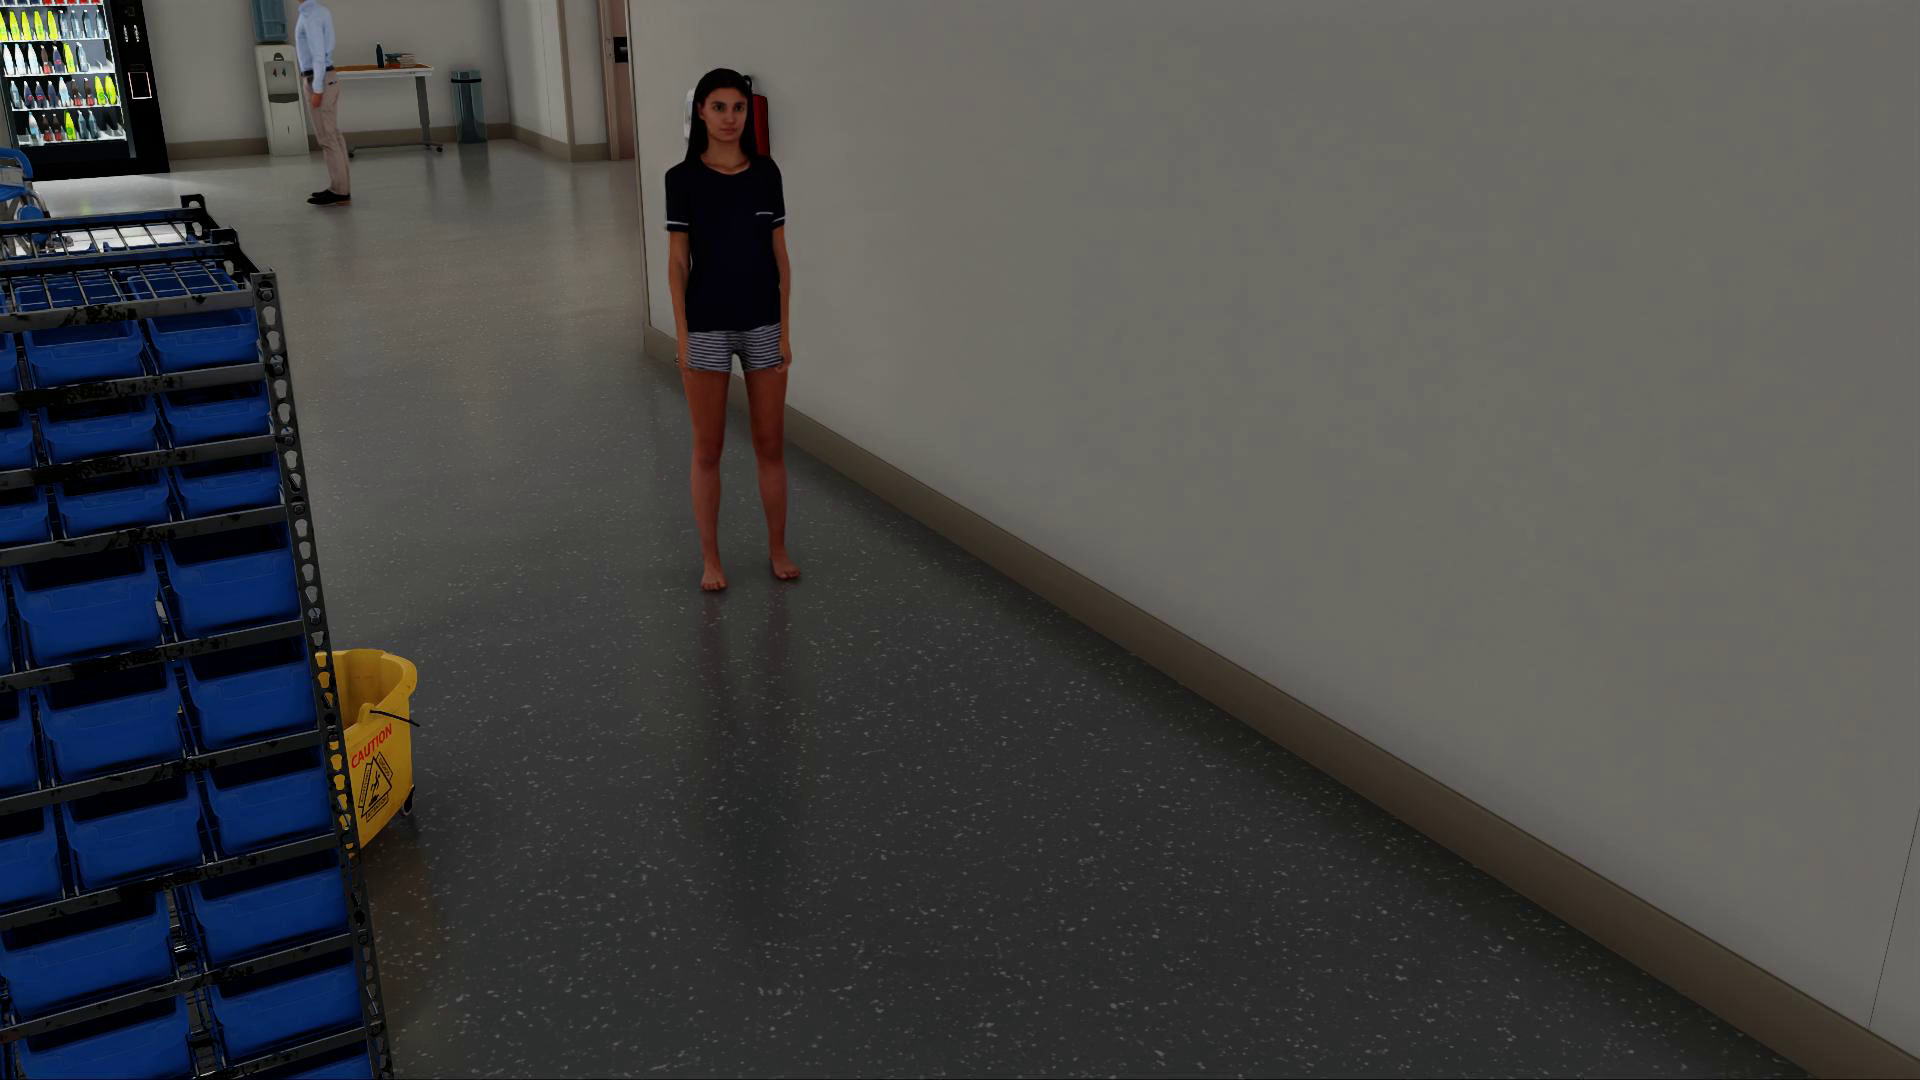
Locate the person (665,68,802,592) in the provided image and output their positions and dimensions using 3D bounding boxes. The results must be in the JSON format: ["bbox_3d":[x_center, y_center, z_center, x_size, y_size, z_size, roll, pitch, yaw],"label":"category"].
[{"bbox_3d":[-0.775,-0.704,5.694,0.515,1.765,0.665,-7,22,-18],"label":"person"}]

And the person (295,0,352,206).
[{"bbox_3d":[-5.117,-3.627,13.299,0.692,1.846,0.717,-4,21,-11],"label":"person"}]
